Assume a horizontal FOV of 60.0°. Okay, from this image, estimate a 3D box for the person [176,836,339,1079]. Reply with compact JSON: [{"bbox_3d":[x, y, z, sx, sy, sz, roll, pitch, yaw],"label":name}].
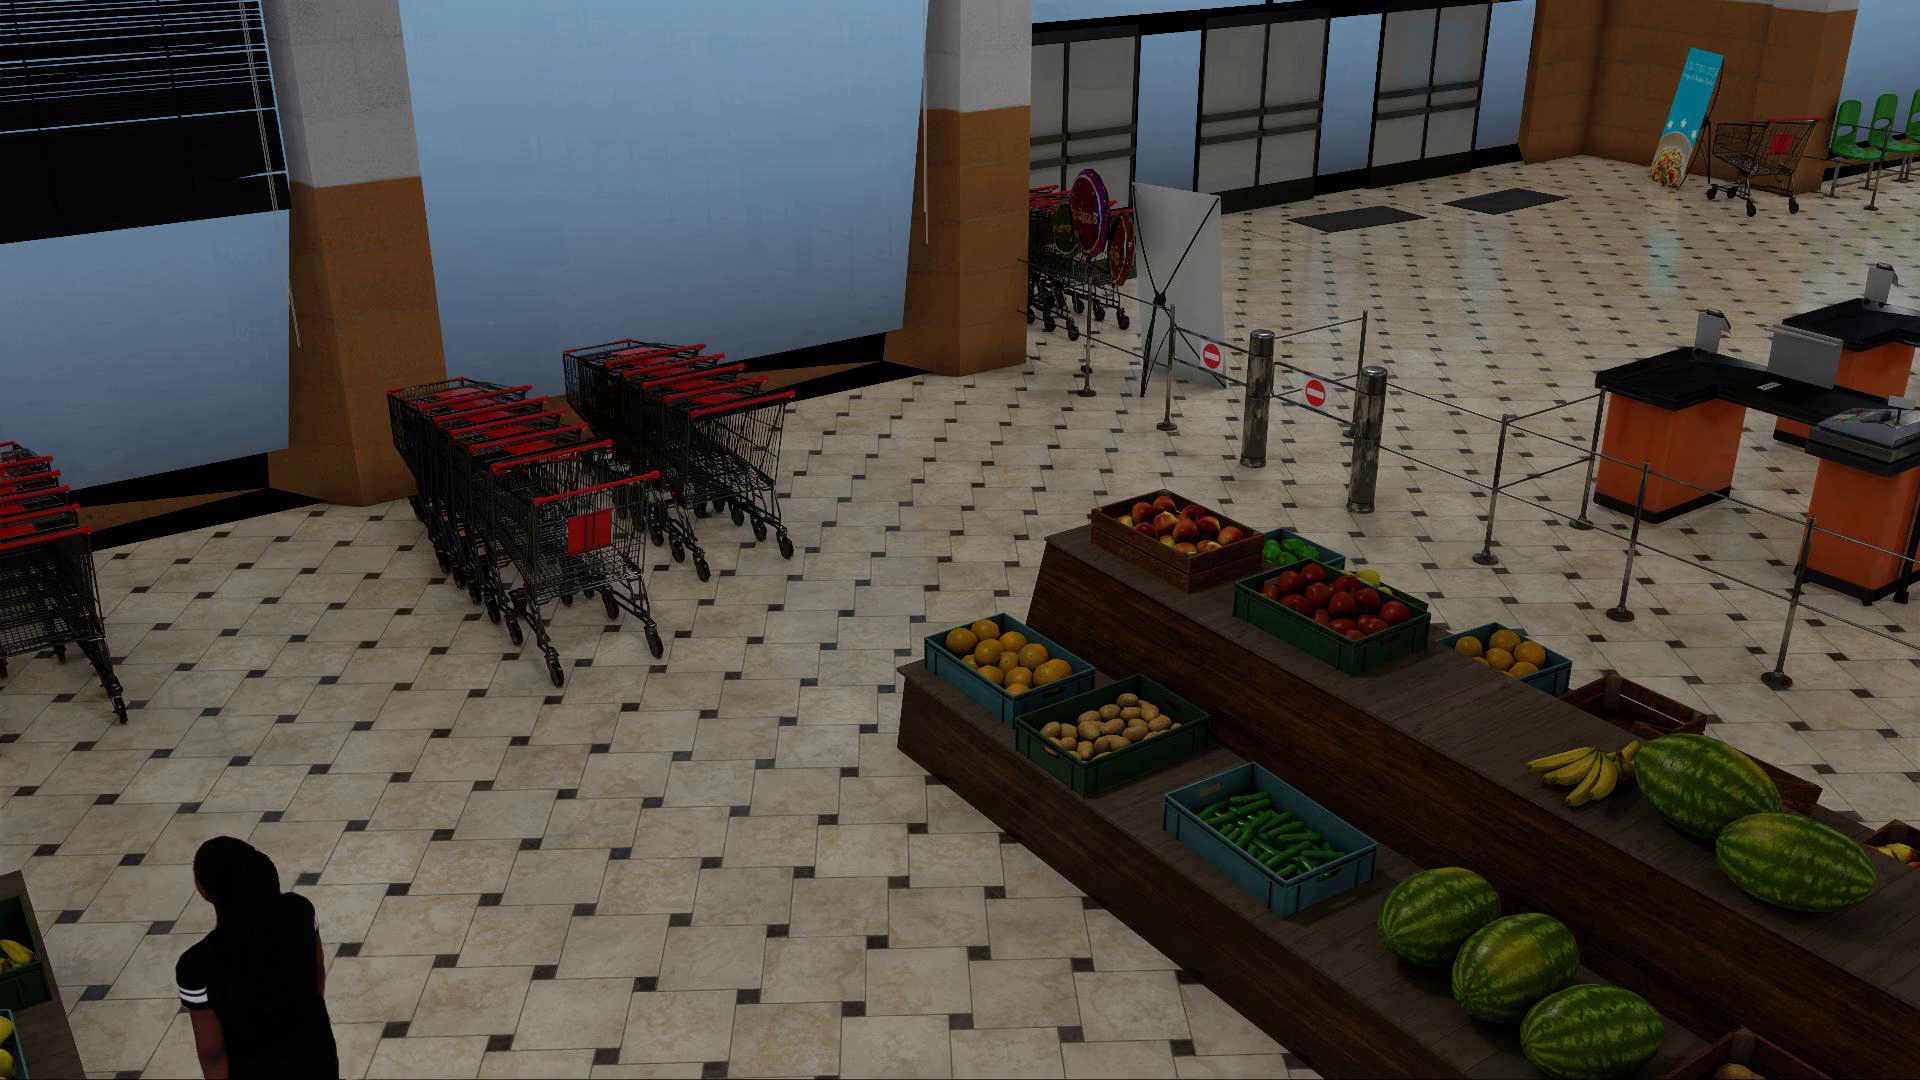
[{"bbox_3d":[-2.063,1.670,5.158,1.087,1.698,0.748,20,31,39],"label":"person"}]
